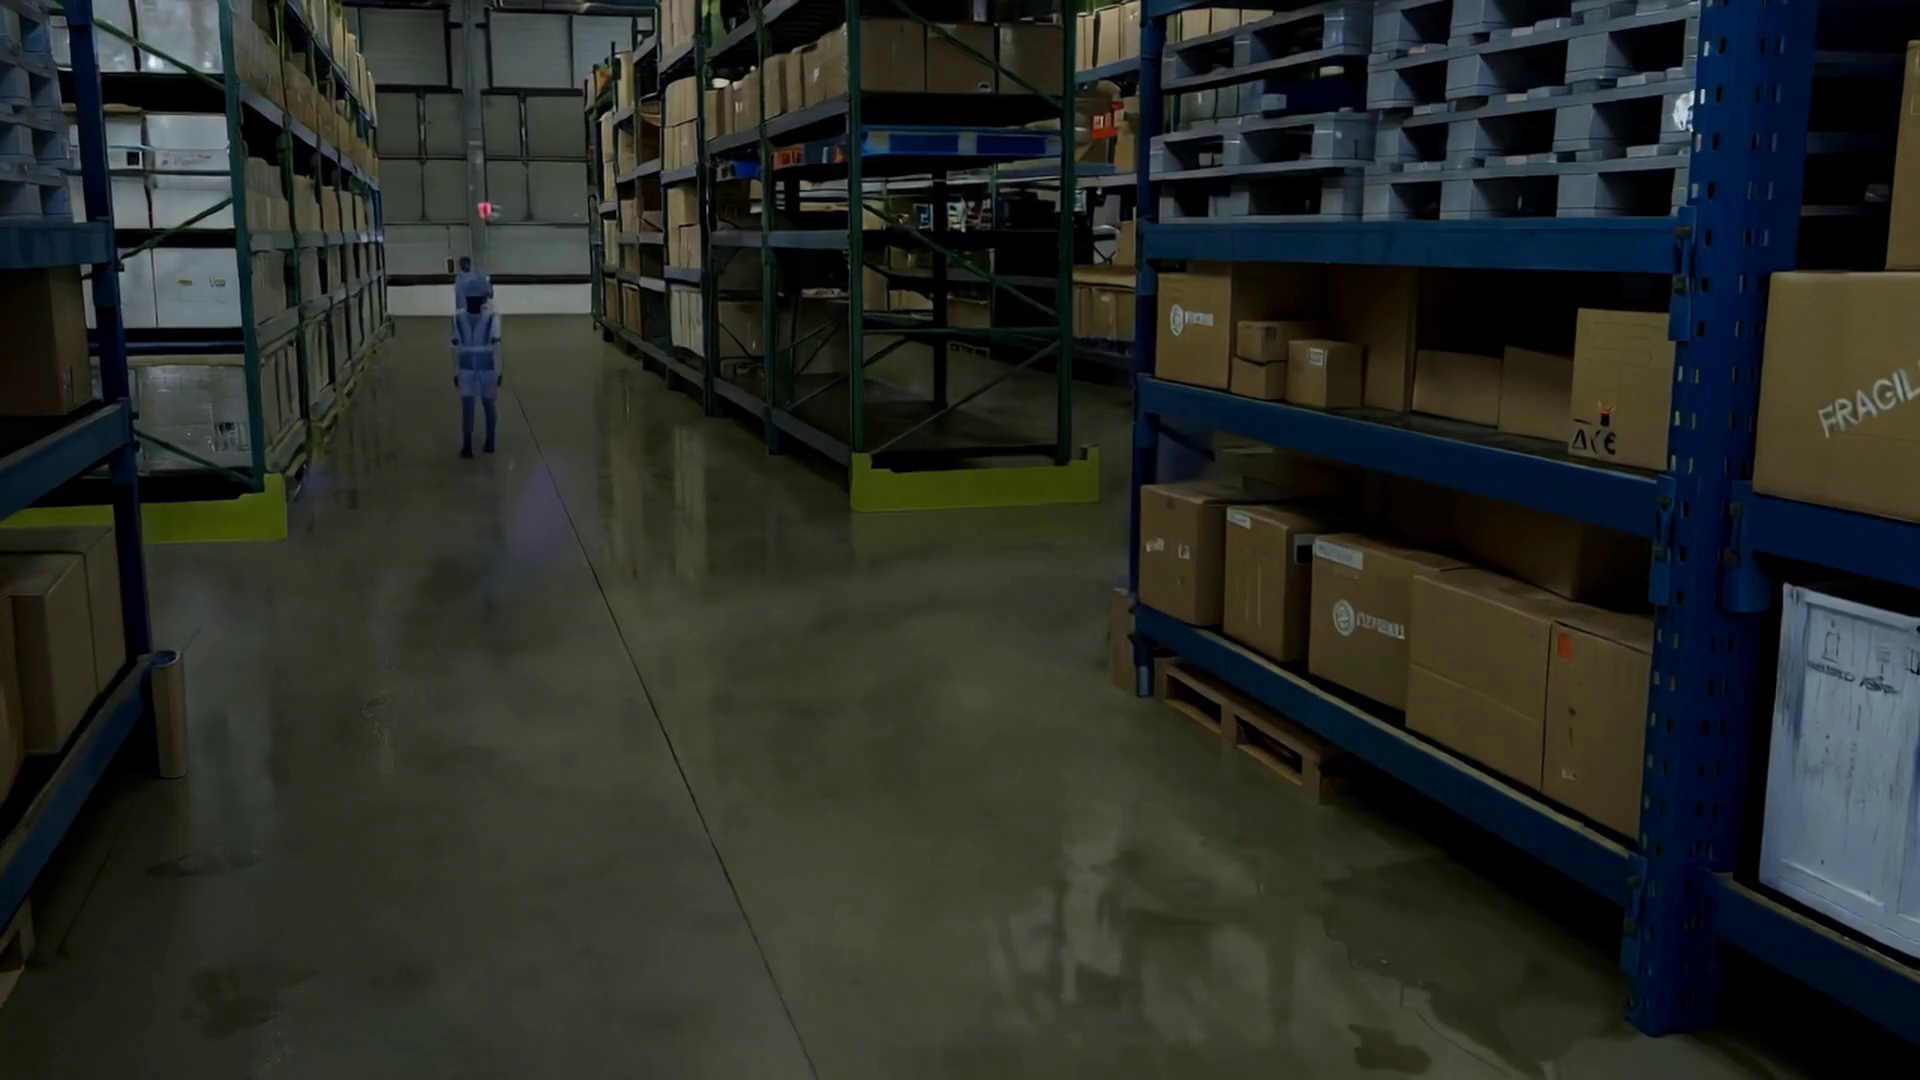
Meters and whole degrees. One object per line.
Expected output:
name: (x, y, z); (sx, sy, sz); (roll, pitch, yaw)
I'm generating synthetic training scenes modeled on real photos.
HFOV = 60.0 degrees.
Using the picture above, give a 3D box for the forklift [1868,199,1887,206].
forklift: (11.338, -2.915, 21.052); (1.129, 2.768, 1.873); (-3, 11, -17)

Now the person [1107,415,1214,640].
person: (1.311, -0.322, 9.629); (0.999, 1.851, 0.660); (-4, 11, -19)

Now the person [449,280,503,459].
person: (-5.167, -1.827, 17.800); (0.559, 1.891, 1.000); (-1, 10, -6)

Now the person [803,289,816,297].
person: (-3.632, -5.622, 39.043); (0.501, 1.726, 0.355); (0, 10, 1)

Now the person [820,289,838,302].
person: (-3.375, -6.503, 43.441); (0.778, 1.899, 0.691); (-10, 14, -43)

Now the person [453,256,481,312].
person: (-10.899, -5.301, 36.754); (0.580, 1.922, 0.450); (-6, 12, -29)
